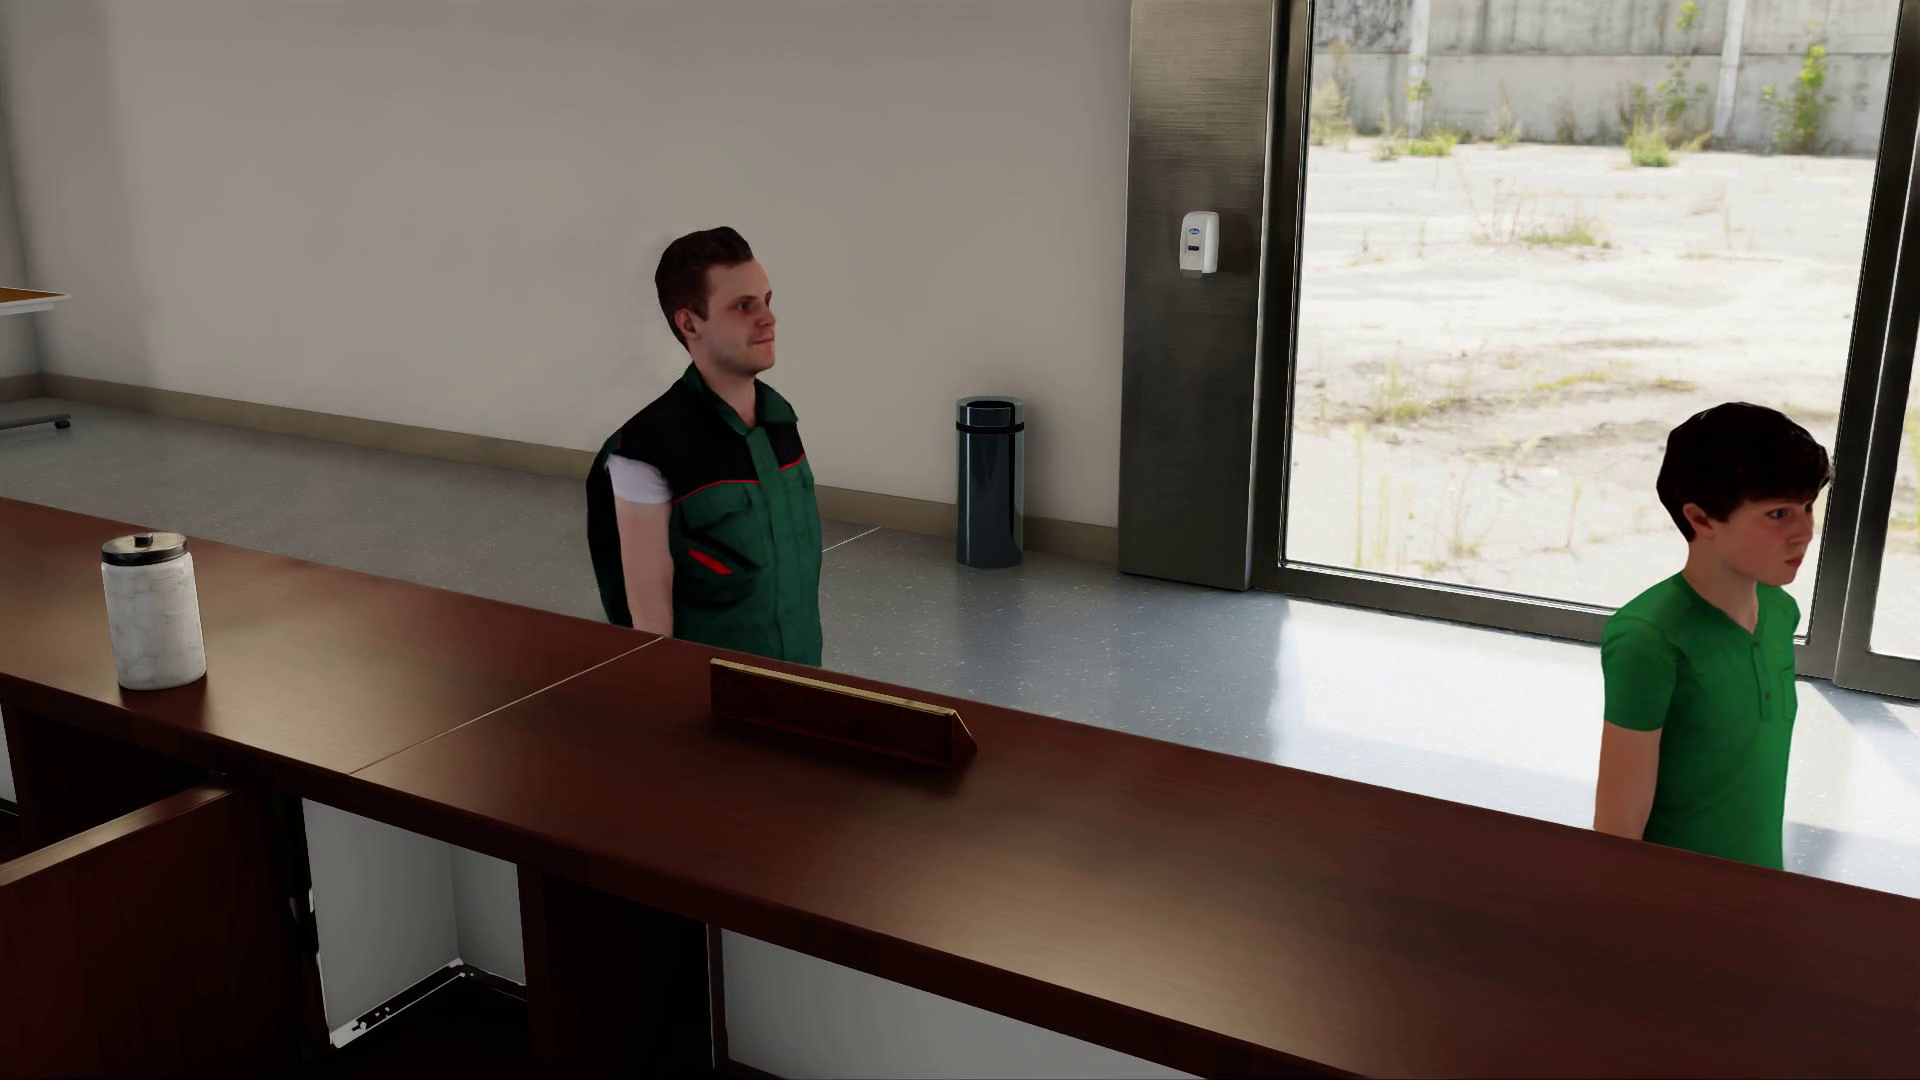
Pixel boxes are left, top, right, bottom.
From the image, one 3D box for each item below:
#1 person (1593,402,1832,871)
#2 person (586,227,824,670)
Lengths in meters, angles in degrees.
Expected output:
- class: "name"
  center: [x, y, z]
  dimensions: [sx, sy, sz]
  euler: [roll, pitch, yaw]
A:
- class: "person"
  center: [1.102, 0.589, 2.616]
  dimensions: [0.612, 1.651, 0.723]
  euler: [-10, 19, -32]
- class: "person"
  center: [-0.507, 0.329, 3.226]
  dimensions: [0.729, 1.819, 1.037]
  euler: [9, 18, 30]
